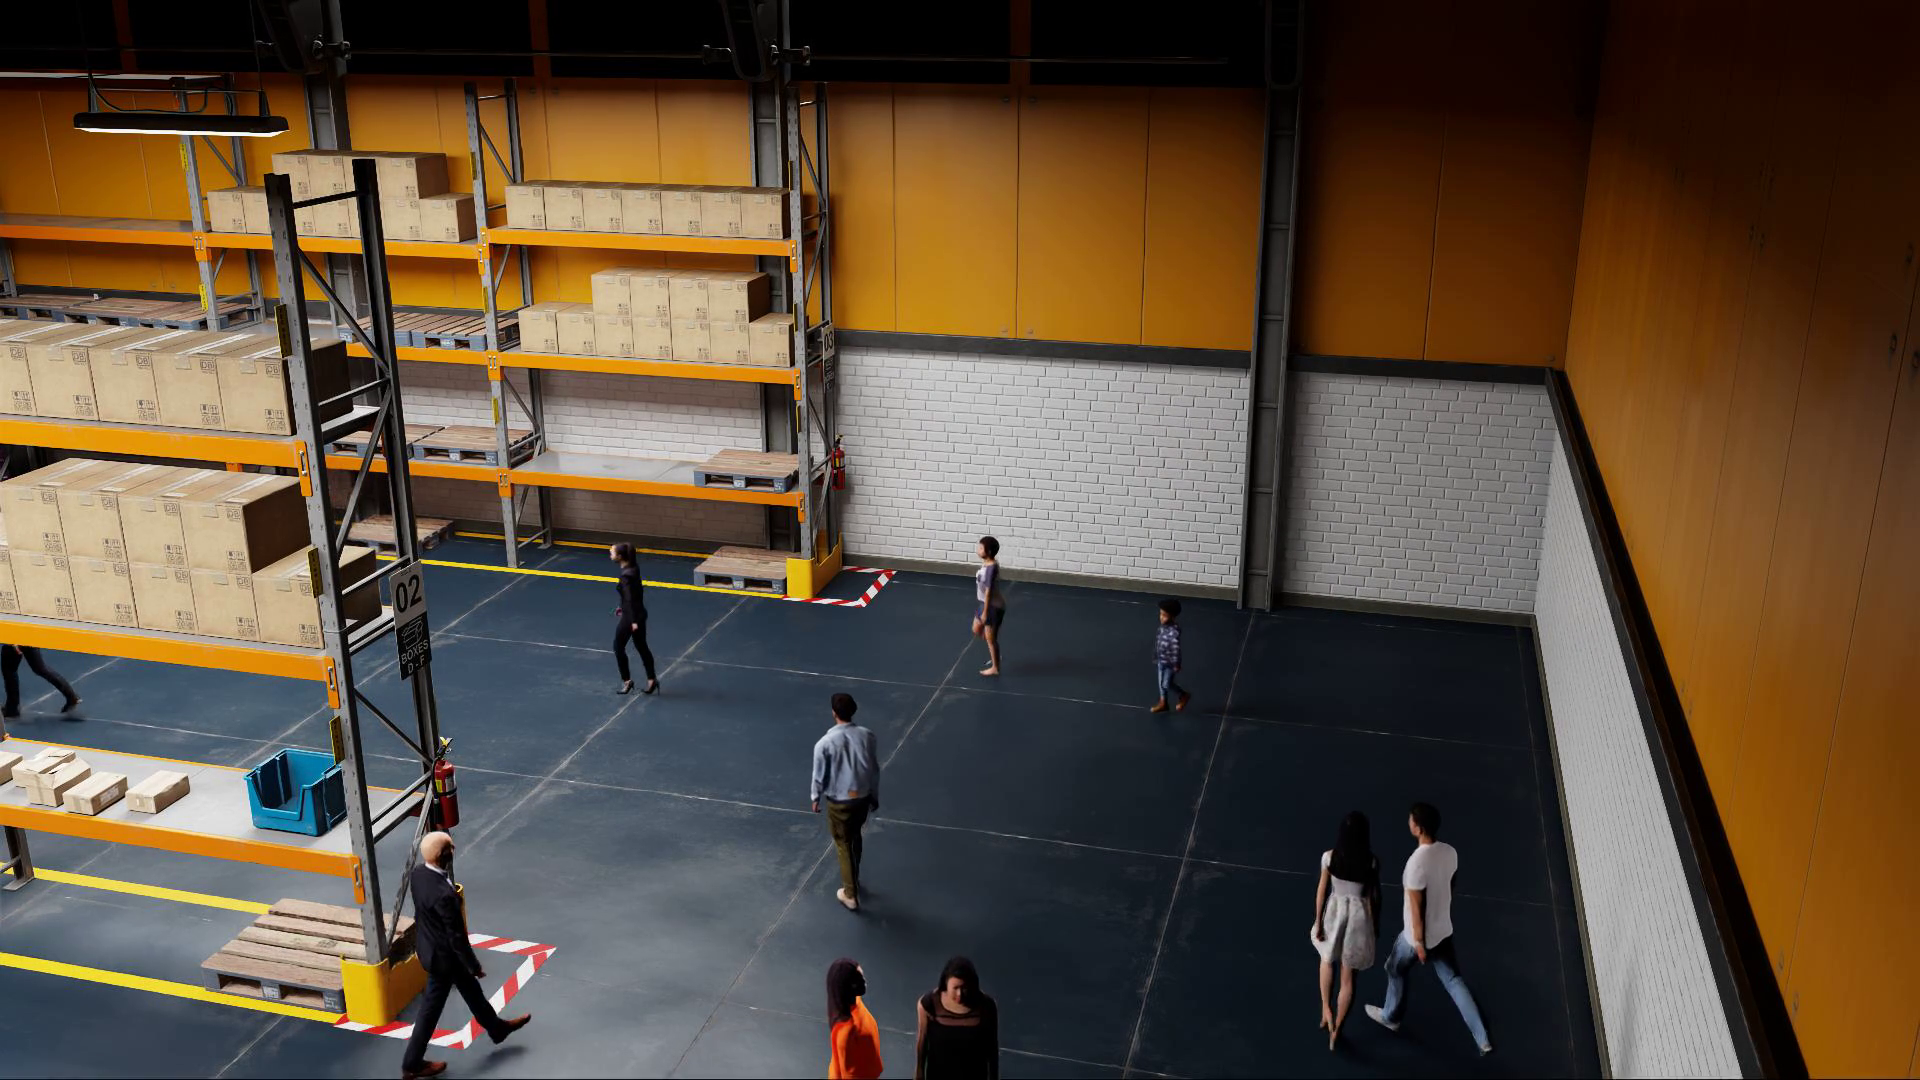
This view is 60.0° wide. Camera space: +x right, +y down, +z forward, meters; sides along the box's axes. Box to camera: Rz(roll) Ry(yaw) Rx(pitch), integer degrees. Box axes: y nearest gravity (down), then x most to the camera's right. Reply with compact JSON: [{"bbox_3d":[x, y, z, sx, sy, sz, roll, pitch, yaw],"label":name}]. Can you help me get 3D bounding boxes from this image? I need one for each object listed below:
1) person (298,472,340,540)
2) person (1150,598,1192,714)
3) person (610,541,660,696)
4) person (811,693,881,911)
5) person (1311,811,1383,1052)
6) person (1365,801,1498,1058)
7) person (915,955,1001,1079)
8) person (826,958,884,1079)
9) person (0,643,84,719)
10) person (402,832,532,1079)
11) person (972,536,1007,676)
[{"bbox_3d":[-7.607,-0.064,19.918,1.103,1.639,0.568,6,19,16],"label":"person"},{"bbox_3d":[2.162,1.179,16.849,0.743,1.241,0.671,-6,20,-18],"label":"person"},{"bbox_3d":[-3.287,0.824,17.209,0.729,1.684,0.634,2,19,7],"label":"person"},{"bbox_3d":[-0.861,2.103,13.240,0.910,1.794,0.969,-9,21,-25],"label":"person"},{"bbox_3d":[2.656,2.729,11.426,0.615,1.764,0.707,6,20,18],"label":"person"},{"bbox_3d":[3.277,2.722,11.375,1.192,1.810,1.292,-10,21,-28],"label":"person"},{"bbox_3d":[-0.030,3.216,10.079,0.665,1.702,0.805,-1,19,-3],"label":"person"},{"bbox_3d":[-0.657,3.255,9.889,0.651,1.748,0.681,-1,19,-1],"label":"person"},{"bbox_3d":[-9.298,0.982,16.621,1.201,1.760,0.815,1,19,4],"label":"person"},{"bbox_3d":[-3.548,2.825,11.159,1.233,1.753,1.211,-12,22,-32],"label":"person"},{"bbox_3d":[0.396,0.699,17.785,0.673,1.553,0.648,-3,19,-8],"label":"person"}]
